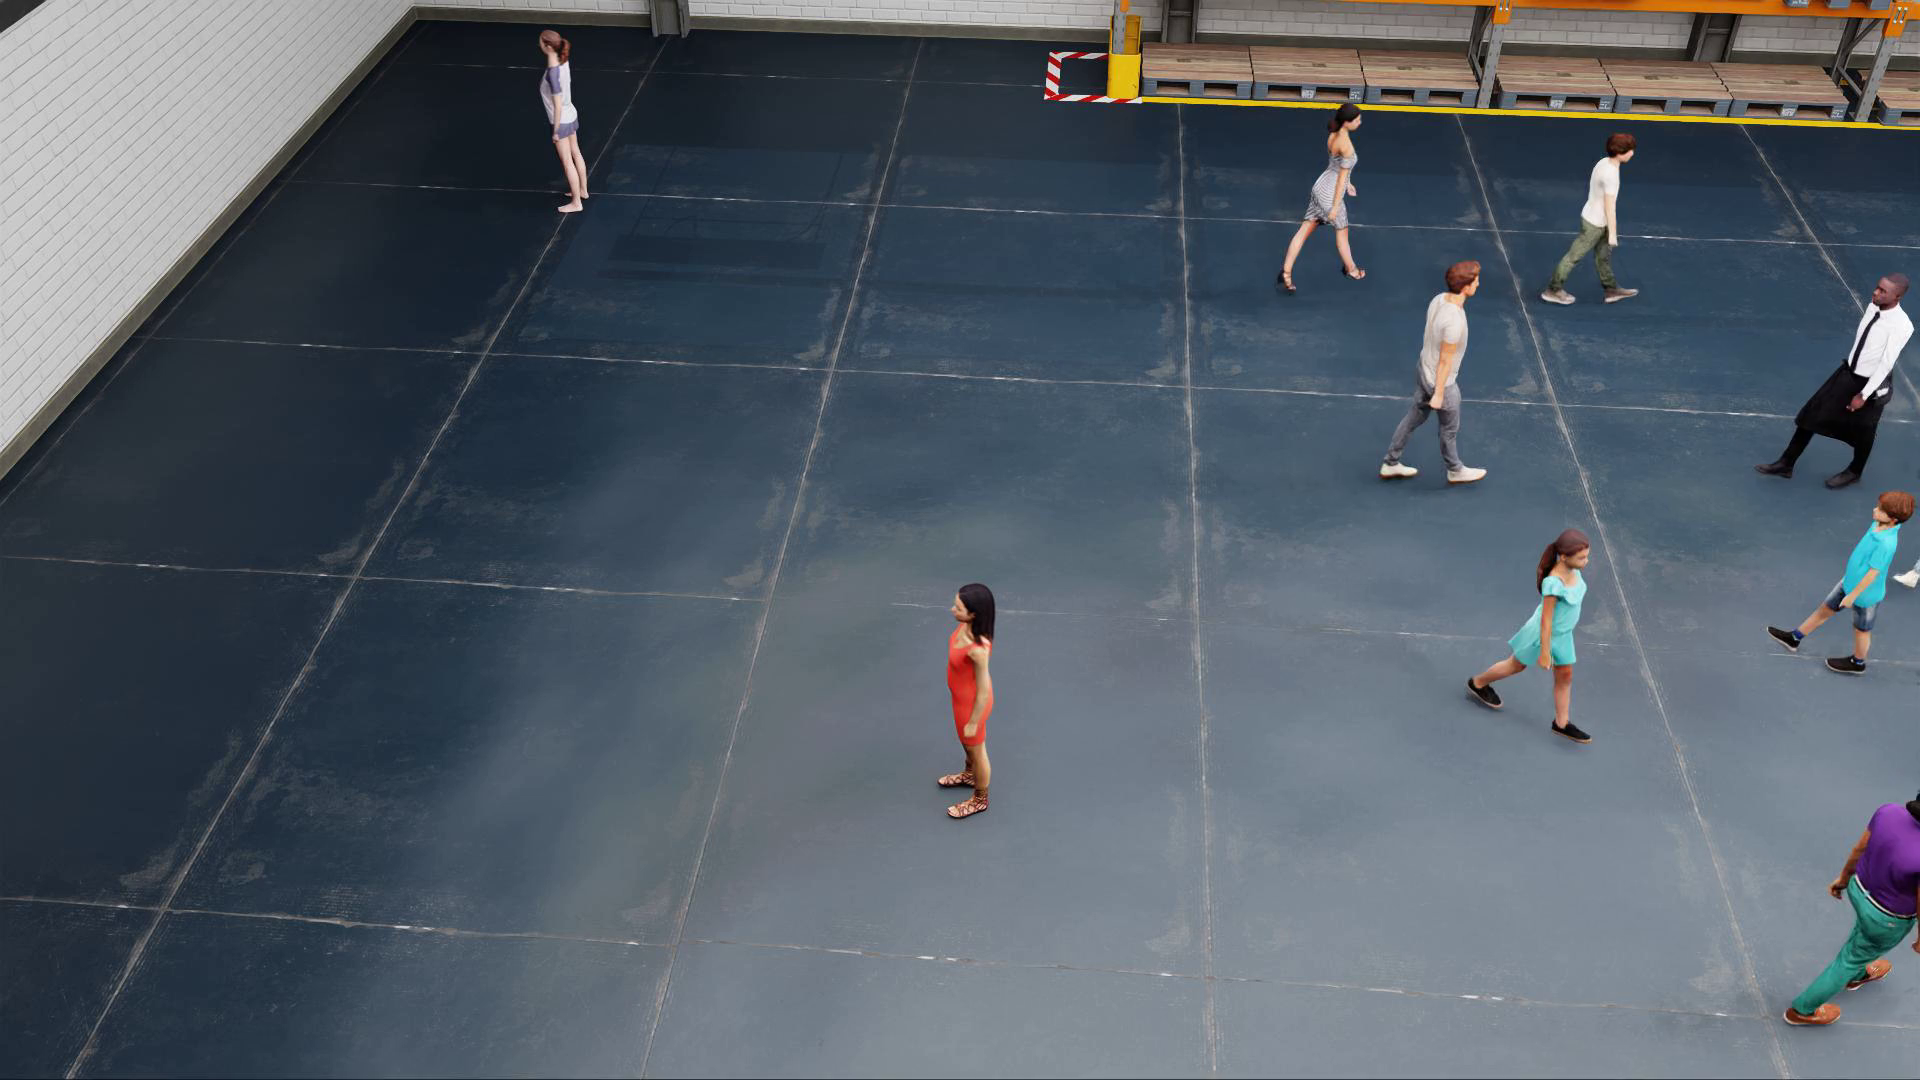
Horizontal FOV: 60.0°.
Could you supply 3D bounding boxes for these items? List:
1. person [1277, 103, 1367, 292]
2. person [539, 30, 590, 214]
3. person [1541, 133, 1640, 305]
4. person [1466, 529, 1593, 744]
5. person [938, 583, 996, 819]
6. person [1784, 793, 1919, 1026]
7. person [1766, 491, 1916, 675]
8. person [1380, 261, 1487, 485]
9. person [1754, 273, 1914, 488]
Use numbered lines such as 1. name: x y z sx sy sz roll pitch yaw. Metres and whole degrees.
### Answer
1. person: 3.124 -2.946 14.523 1.150 1.767 0.795 -7 39 -8
2. person: -3.781 -4.000 15.842 0.547 1.767 0.558 4 39 5
3. person: 5.411 -2.753 14.397 1.074 1.623 0.729 10 40 12
4. person: 3.576 0.551 10.341 1.129 1.521 0.960 27 46 30
5. person: 0.068 0.924 9.715 0.618 1.719 0.643 -7 39 -9
6. person: 4.606 1.888 8.488 1.023 1.745 0.807 -8 39 -9
7. person: 5.909 0.299 10.733 0.900 1.427 0.635 10 40 12
8. person: 3.448 -1.201 12.259 1.058 1.866 0.789 -2 39 -2
9. person: 6.729 -1.138 12.229 1.125 1.804 0.834 -7 39 -9
